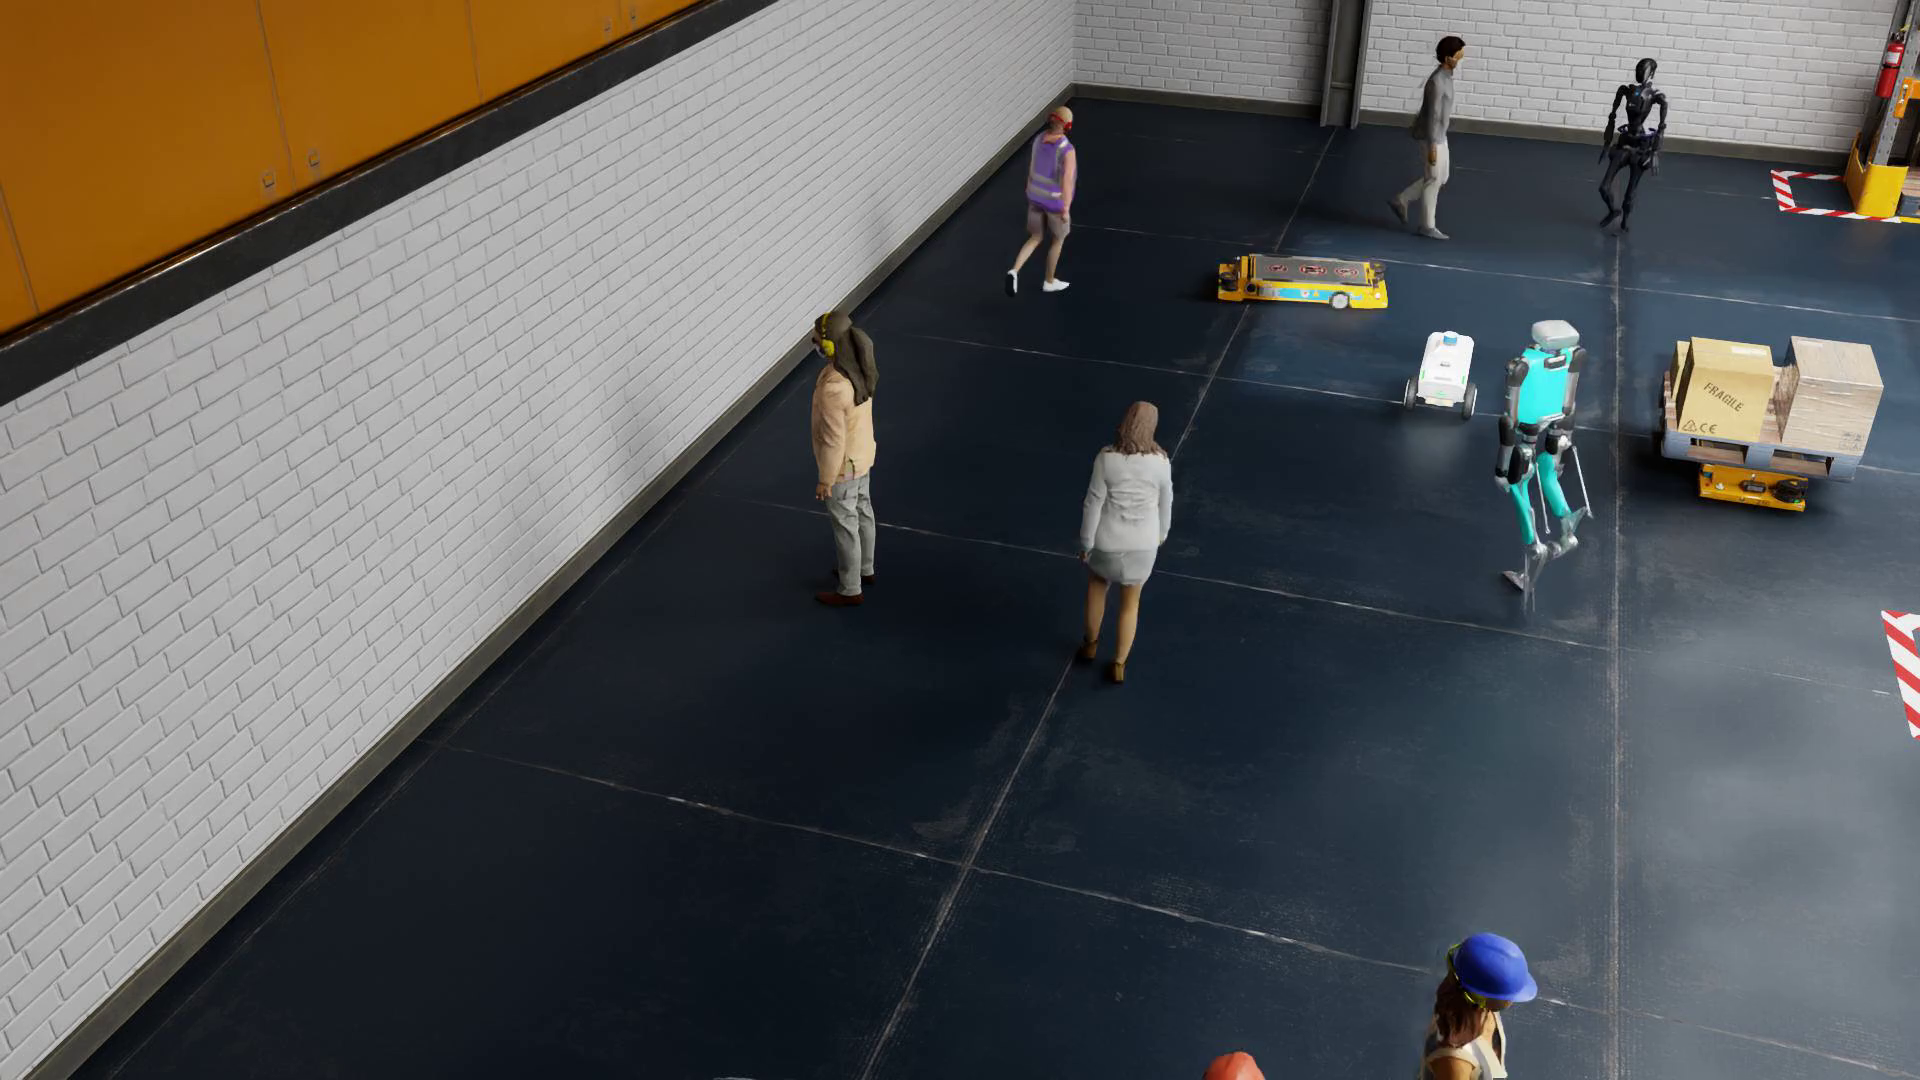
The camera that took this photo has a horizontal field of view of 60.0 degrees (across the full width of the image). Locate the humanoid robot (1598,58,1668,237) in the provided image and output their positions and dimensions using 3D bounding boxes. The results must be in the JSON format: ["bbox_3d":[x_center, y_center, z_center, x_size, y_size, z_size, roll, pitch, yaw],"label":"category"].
[{"bbox_3d":[6.245,-3.627,15.406,0.347,1.653,0.599,-24,38,-35],"label":"humanoid robot"}]

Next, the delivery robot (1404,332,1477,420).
[{"bbox_3d":[3.650,-1.285,12.501,0.499,0.566,0.739,10,32,16],"label":"delivery robot"}]

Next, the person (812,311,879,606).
[{"bbox_3d":[-0.670,-0.469,9.842,0.407,1.876,0.555,10,32,17],"label":"person"}]

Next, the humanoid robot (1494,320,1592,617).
[{"bbox_3d":[3.514,-0.323,9.839,0.544,1.894,0.732,-13,33,-20],"label":"humanoid robot"}]

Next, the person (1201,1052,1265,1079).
[{"bbox_3d":[0.731,2.350,5.197,0.605,1.716,0.597,11,32,19],"label":"person"}]

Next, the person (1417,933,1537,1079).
[{"bbox_3d":[1.733,2.031,5.691,0.423,1.762,0.493,15,34,24],"label":"person"}]

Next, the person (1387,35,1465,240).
[{"bbox_3d":[4.349,-3.705,15.336,0.537,1.882,0.558,13,33,21],"label":"person"}]

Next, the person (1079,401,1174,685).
[{"bbox_3d":[0.922,0.018,9.237,0.516,1.626,0.501,0,30,1],"label":"person"}]

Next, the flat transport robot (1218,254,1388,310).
[{"bbox_3d":[2.972,-2.245,14.445,1.431,0.231,0.659,5,31,8],"label":"flat transport robot"}]

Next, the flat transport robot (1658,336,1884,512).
[{"bbox_3d":[5.544,-0.640,11.714,0.659,0.231,1.431,10,32,16],"label":"flat transport robot"}]

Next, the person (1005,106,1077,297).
[{"bbox_3d":[0.692,-2.824,14.055,0.661,1.662,0.503,-26,39,-37],"label":"person"}]
